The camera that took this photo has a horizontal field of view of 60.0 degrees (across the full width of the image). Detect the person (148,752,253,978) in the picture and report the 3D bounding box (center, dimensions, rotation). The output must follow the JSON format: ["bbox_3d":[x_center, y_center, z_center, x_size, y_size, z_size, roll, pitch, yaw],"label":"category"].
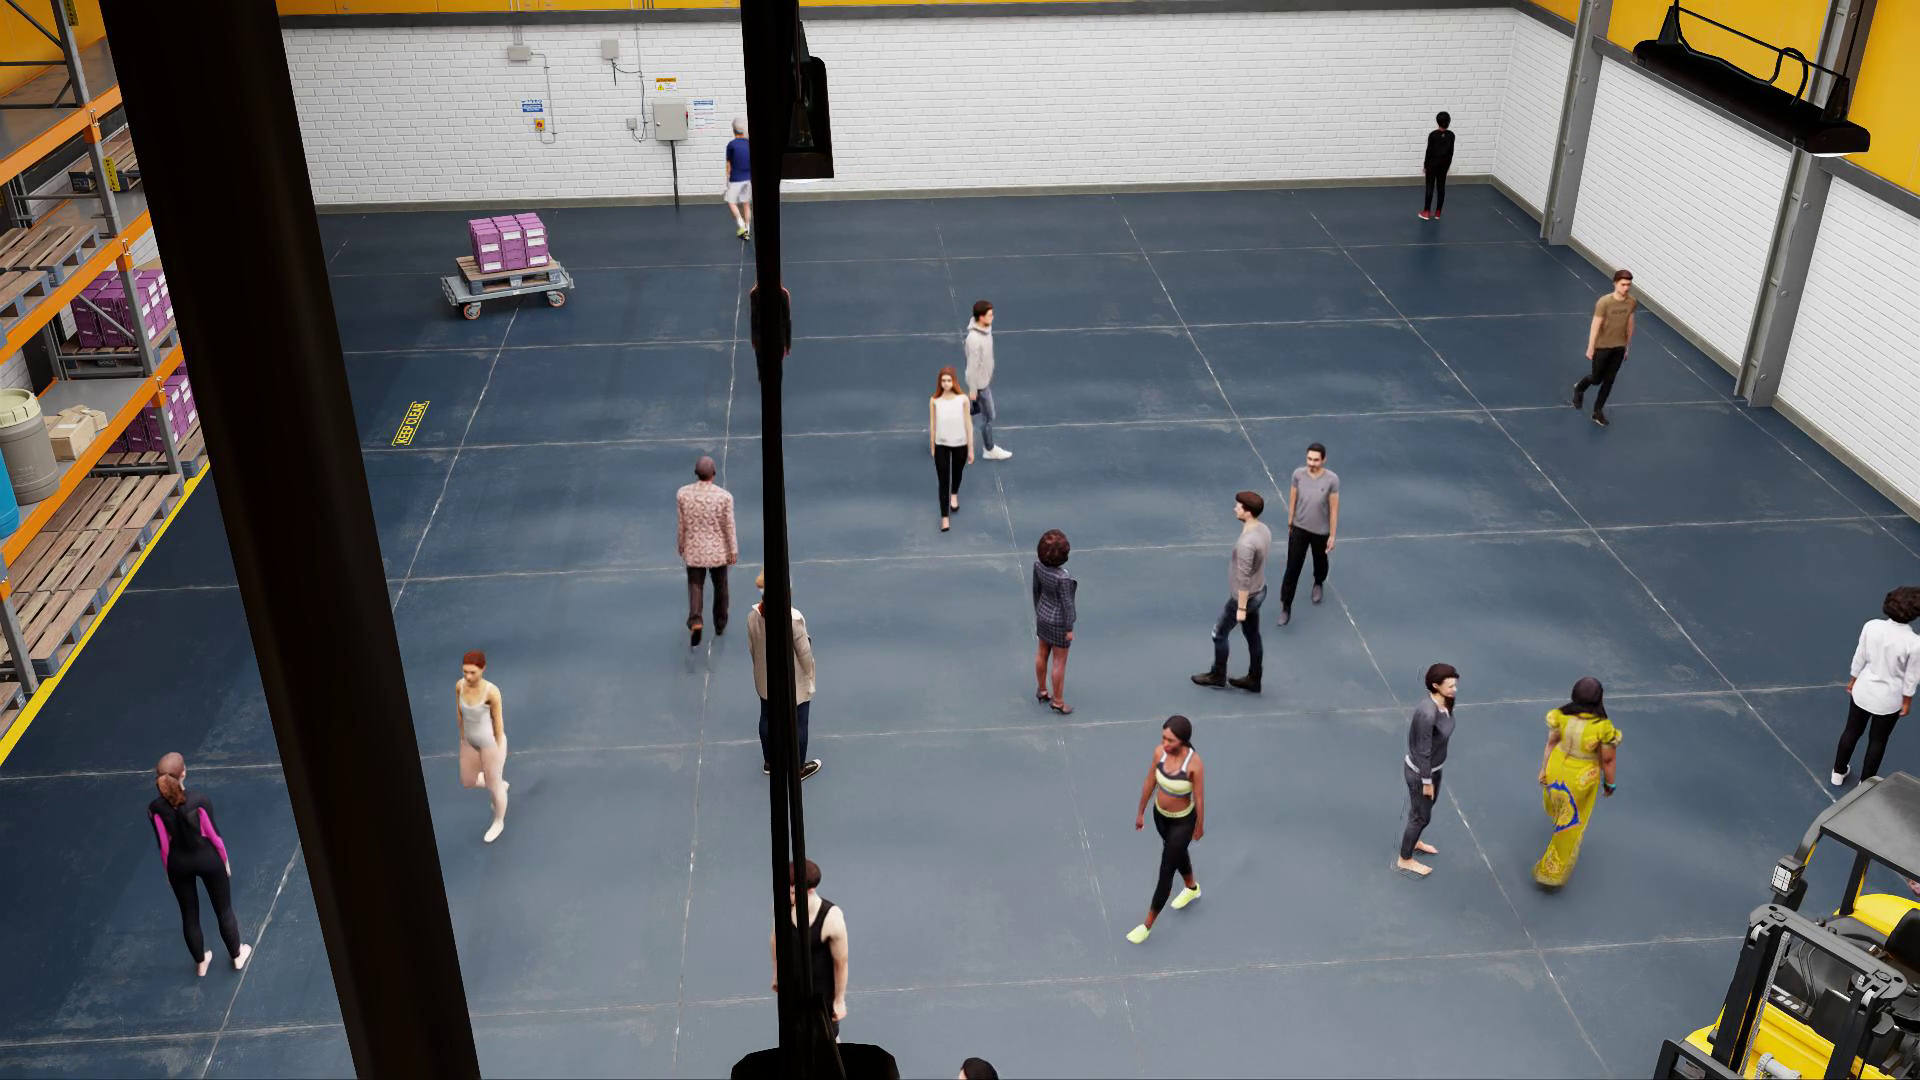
[{"bbox_3d":[-5.111,2.168,11.109,0.592,1.747,0.581,-9,30,-16],"label":"person"}]

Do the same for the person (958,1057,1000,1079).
[{"bbox_3d":[0.090,3.402,8.941,0.659,1.658,0.705,19,34,31],"label":"person"}]

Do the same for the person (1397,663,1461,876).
[{"bbox_3d":[3.359,1.630,12.077,0.776,1.766,0.675,12,31,20],"label":"person"}]

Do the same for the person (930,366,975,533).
[{"bbox_3d":[-0.083,-0.982,16.957,0.648,1.678,1.075,0,29,0],"label":"person"}]

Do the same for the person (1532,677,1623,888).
[{"bbox_3d":[4.364,1.781,11.965,1.262,1.607,1.245,-26,38,-38],"label":"person"}]

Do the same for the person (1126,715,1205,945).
[{"bbox_3d":[1.552,1.922,11.599,1.081,1.709,1.101,24,37,37],"label":"person"}]

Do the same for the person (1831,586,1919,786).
[{"bbox_3d":[7.133,1.160,12.893,0.787,1.810,0.698,-22,36,-34],"label":"person"}]

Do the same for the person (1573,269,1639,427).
[{"bbox_3d":[7.419,-2.249,19.110,0.715,1.840,0.895,-6,29,-10],"label":"person"}]

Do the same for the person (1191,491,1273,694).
[{"bbox_3d":[2.501,0.489,14.042,1.001,1.888,0.951,14,31,24],"label":"person"}]

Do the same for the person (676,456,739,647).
[{"bbox_3d":[-2.271,0.129,14.802,0.758,1.791,0.952,1,29,2],"label":"person"}]

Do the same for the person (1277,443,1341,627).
[{"bbox_3d":[3.273,-0.118,15.339,0.964,1.710,1.242,10,30,18],"label":"person"}]

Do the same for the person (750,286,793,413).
[{"bbox_3d":[-2.205,-2.395,19.423,0.636,1.798,0.672,-2,29,-3],"label":"person"}]

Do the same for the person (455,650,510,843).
[{"bbox_3d":[-3.521,1.484,12.484,0.713,1.632,0.799,12,31,20],"label":"person"}]

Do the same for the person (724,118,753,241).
[{"bbox_3d":[-3.246,-5.358,24.822,0.799,1.828,0.835,-16,33,-27],"label":"person"}]

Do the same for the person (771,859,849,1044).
[{"bbox_3d":[-0.909,2.663,10.051,0.773,1.892,0.788,15,32,26],"label":"person"}]

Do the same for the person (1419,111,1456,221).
[{"bbox_3d":[7.418,-5.822,25.833,0.593,1.674,0.496,-2,29,-4],"label":"person"}]

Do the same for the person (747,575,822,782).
[{"bbox_3d":[-1.403,1.044,13.033,0.803,1.878,0.829,12,31,22],"label":"person"}]

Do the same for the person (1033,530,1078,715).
[{"bbox_3d":[0.779,0.686,13.874,0.762,1.702,0.655,-19,34,-31],"label":"person"}]
